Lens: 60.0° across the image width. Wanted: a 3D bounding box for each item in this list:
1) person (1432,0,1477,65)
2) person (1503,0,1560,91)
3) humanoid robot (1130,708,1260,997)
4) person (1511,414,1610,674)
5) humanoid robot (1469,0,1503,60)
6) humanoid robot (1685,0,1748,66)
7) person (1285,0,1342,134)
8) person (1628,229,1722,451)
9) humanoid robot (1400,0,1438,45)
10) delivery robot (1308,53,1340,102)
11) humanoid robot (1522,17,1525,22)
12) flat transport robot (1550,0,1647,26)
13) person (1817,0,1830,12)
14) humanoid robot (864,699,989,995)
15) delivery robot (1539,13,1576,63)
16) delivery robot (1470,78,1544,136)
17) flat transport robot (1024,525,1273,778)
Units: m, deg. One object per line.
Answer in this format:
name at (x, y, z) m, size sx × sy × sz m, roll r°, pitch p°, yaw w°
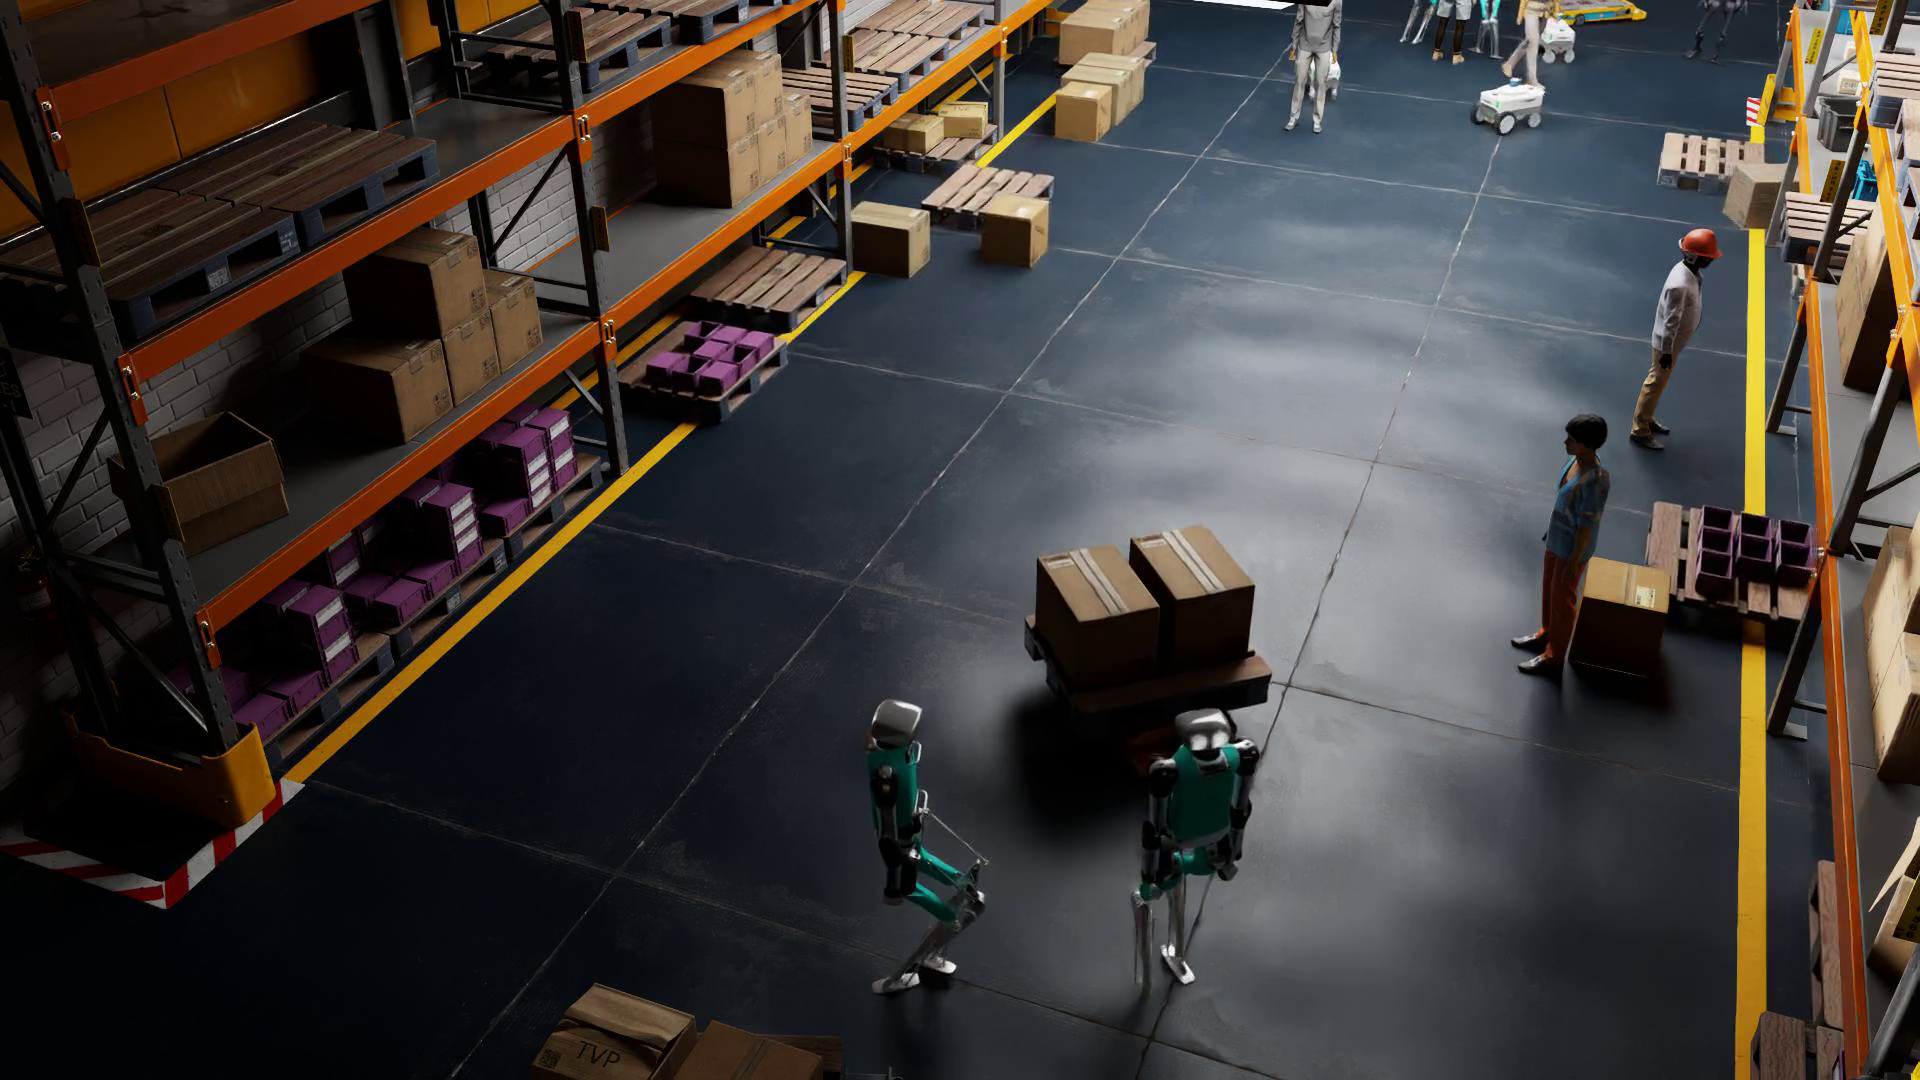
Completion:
person at (6.245, -6.836, 20.862) m, size 0.535 × 1.691 × 0.319 m, roll 23°, pitch 39°, yaw 31°
person at (6.953, -6.372, 20.101) m, size 0.463 × 1.739 × 0.816 m, roll -13°, pitch 35°, yaw -19°
humanoid robot at (1.036, 1.435, 8.013) m, size 0.543 × 1.787 × 0.690 m, roll -10°, pitch 34°, yaw -15°
person at (3.707, 0.024, 10.184) m, size 0.335 × 1.759 × 0.495 m, roll 2°, pitch 33°, yaw 3°
humanoid robot at (6.735, -6.984, 21.046) m, size 0.601 × 1.775 × 0.861 m, roll 7°, pitch 34°, yaw 11°
humanoid robot at (9.570, -6.792, 20.814) m, size 0.612 × 1.644 × 0.454 m, roll 11°, pitch 35°, yaw 17°
person at (3.980, -5.535, 18.653) m, size 0.545 × 1.901 × 0.383 m, roll 9°, pitch 34°, yaw 14°
person at (5.420, -1.535, 12.598) m, size 0.340 × 1.749 × 0.571 m, roll 16°, pitch 36°, yaw 24°
humanoid robot at (6.008, -7.328, 21.550) m, size 0.703 × 1.761 × 0.530 m, roll -24°, pitch 40°, yaw -32°
delivery robot at (4.367, -5.644, 20.078) m, size 0.499 × 0.610 × 0.808 m, roll 2°, pitch 33°, yaw 3°
humanoid robot at (7.896, -7.823, 22.404) m, size 0.585 × 1.647 × 0.394 m, roll 13°, pitch 35°, yaw 19°
flat transport robot at (8.637, -7.294, 22.880) m, size 1.431 × 0.231 × 0.659 m, roll -9°, pitch 34°, yaw -13°
person at (10.829, -6.776, 20.607) m, size 0.520 × 1.866 × 0.392 m, roll -18°, pitch 37°, yaw -26°
humanoid robot at (-0.098, 1.500, 7.895) m, size 0.684 × 1.763 × 0.558 m, roll 2°, pitch 33°, yaw 3°
delivery robot at (7.612, -6.456, 21.321) m, size 0.510 × 0.595 × 0.767 m, roll 1°, pitch 33°, yaw 1°
delivery robot at (6.273, -4.964, 19.023) m, size 0.790 × 0.607 × 0.499 m, roll -14°, pitch 35°, yaw -21°
flat transport robot at (1.118, 0.896, 10.204) m, size 0.659 × 0.231 × 1.431 m, roll -10°, pitch 34°, yaw -15°
